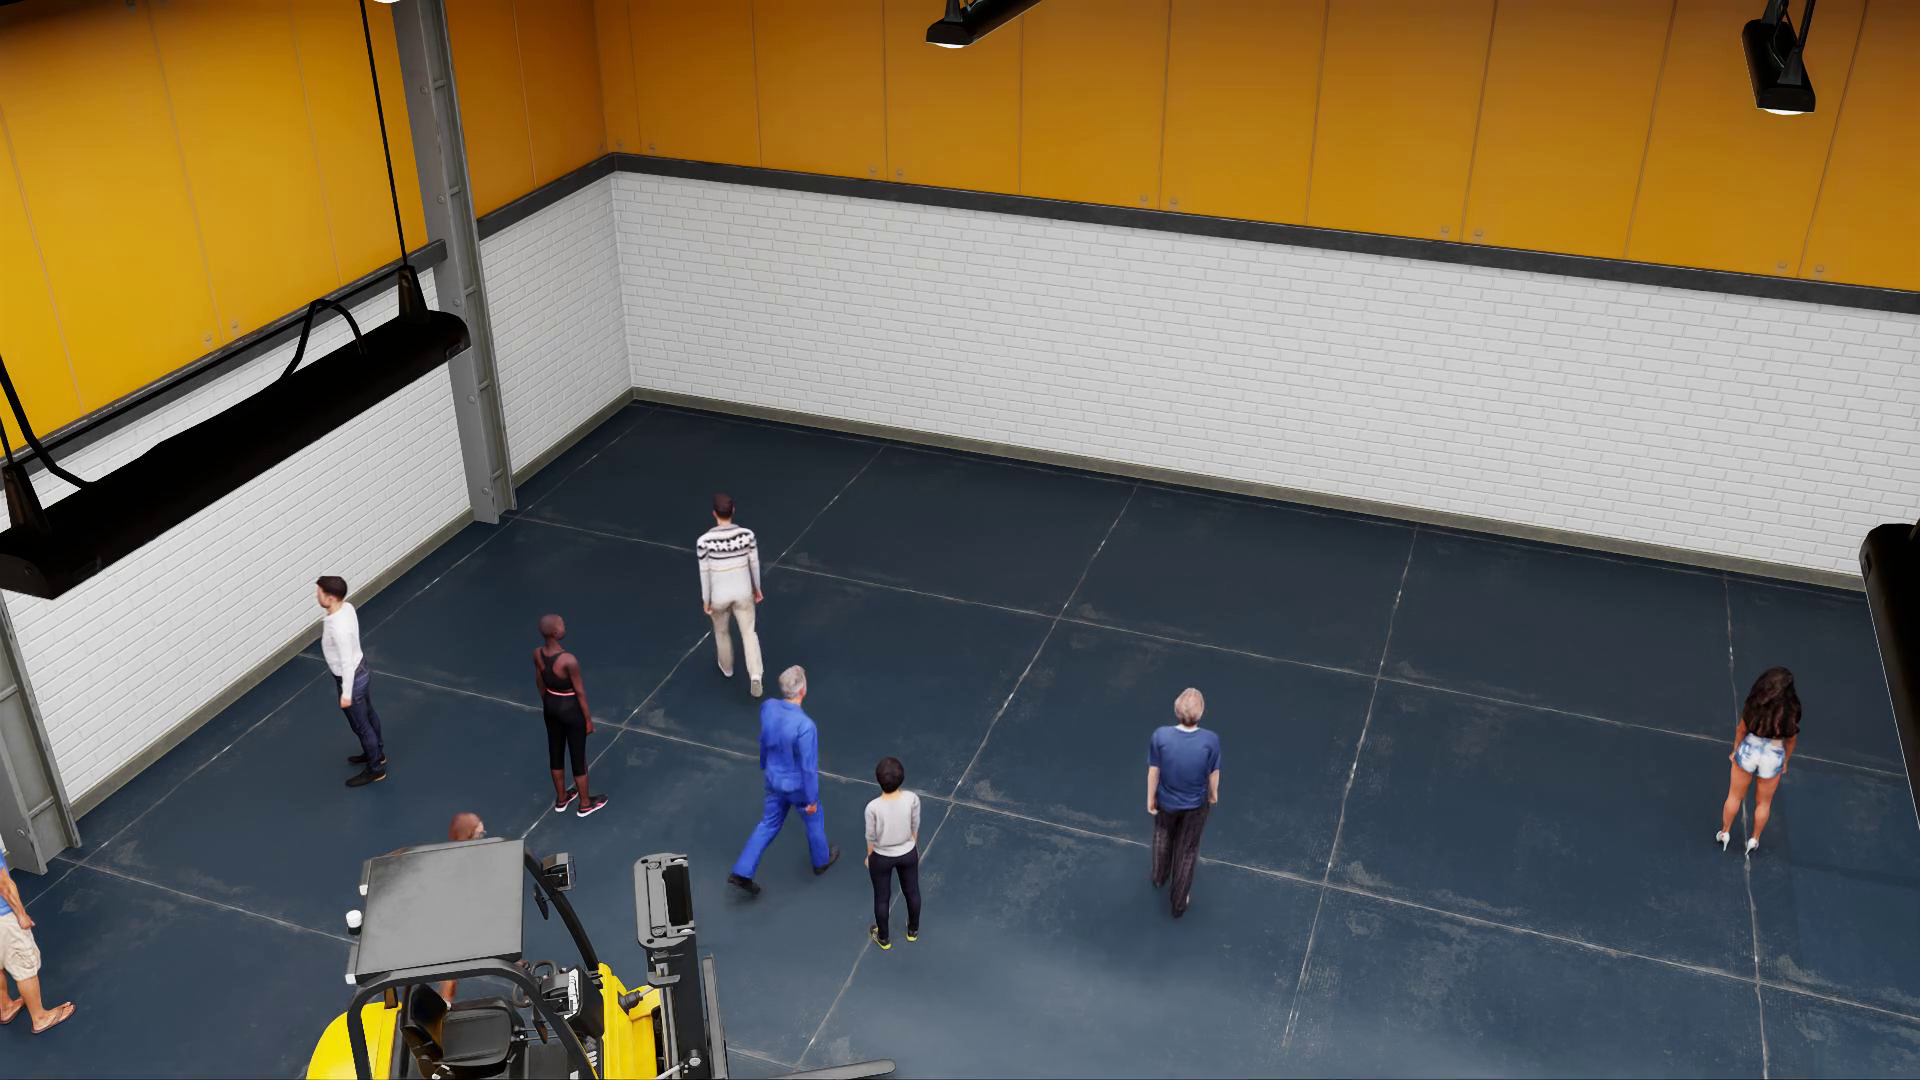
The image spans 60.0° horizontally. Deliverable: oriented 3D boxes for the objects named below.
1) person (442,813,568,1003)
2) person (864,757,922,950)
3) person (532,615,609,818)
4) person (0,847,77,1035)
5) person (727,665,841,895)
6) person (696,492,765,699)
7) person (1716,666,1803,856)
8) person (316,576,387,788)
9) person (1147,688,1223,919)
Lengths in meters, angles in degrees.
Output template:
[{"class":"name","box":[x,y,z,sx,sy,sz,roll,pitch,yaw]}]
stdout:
[{"class":"person","box":[-3.284,2.508,10.875,1.139,1.646,1.045,-15,32,-26]},{"class":"person","box":[-0.465,2.176,11.581,0.616,1.553,0.658,-9,30,-17]},{"class":"person","box":[-3.076,1.350,12.876,0.592,1.762,0.541,12,31,21]},{"class":"person","box":[-6.298,2.410,10.829,0.638,1.863,0.533,10,30,18]},{"class":"person","box":[-1.318,1.801,12.026,1.065,1.785,1.300,25,37,38]},{"class":"person","box":[-1.958,0.500,14.358,1.081,1.836,1.185,-10,30,-17]},{"class":"person","box":[5.983,1.656,12.458,0.575,1.627,0.572,13,31,23]},{"class":"person","box":[-4.833,1.091,13.240,0.783,1.869,0.690,-5,29,-10]},{"class":"person","box":[1.571,1.902,11.767,0.709,1.855,0.787,7,29,12]}]
